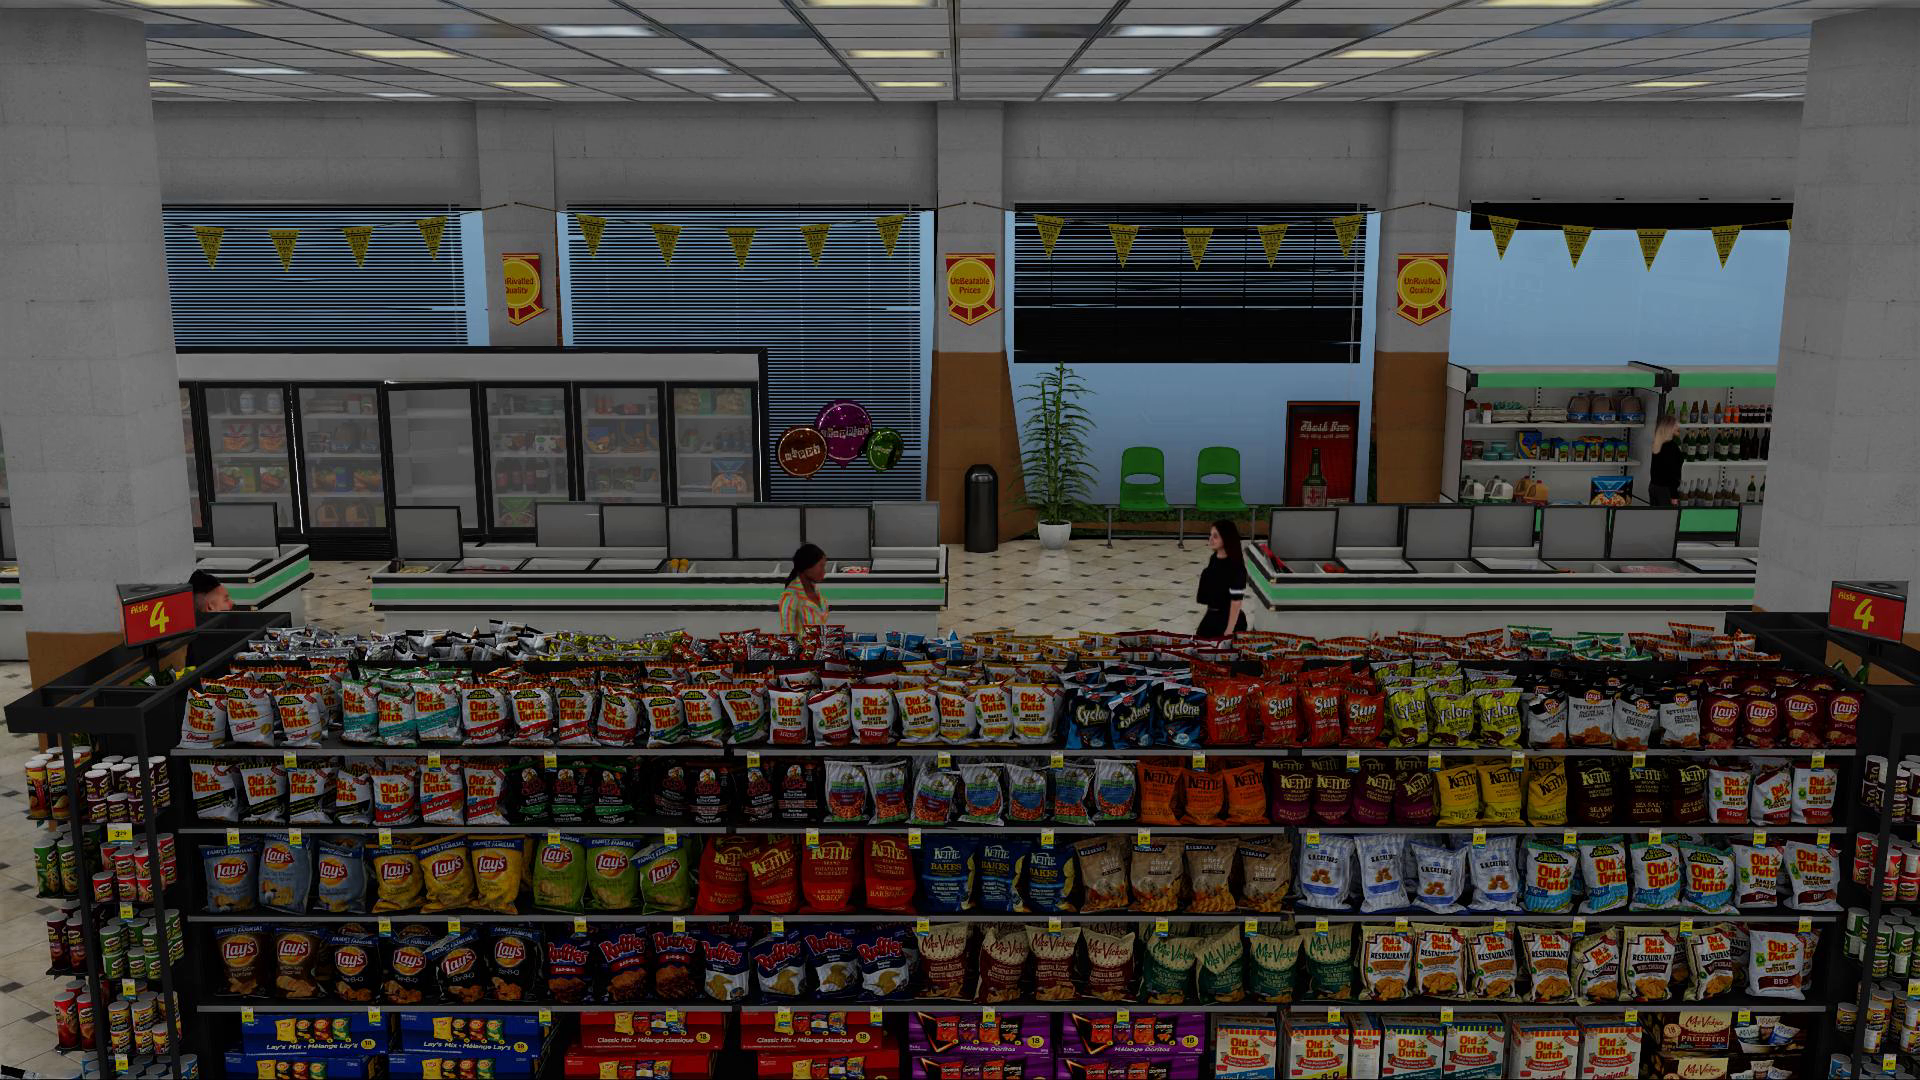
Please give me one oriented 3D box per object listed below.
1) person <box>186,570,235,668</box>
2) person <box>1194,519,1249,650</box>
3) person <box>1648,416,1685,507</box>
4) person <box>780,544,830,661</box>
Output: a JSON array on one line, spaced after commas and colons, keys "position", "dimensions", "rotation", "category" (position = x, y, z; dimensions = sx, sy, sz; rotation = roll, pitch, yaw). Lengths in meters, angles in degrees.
[{"position": [-4.335, 1.122, 9.528], "dimensions": [0.839, 1.946, 0.842], "rotation": [-5, 13, -21], "category": "person"}, {"position": [2.066, 0.634, 12.615], "dimensions": [0.723, 1.629, 0.712], "rotation": [-5, 13, -24], "category": "person"}, {"position": [7.527, -0.494, 17.834], "dimensions": [0.536, 1.687, 0.610], "rotation": [-1, 12, -3], "category": "person"}, {"position": [-1.134, 0.893, 11.045], "dimensions": [0.784, 1.771, 0.720], "rotation": [2, 12, 10], "category": "person"}]
